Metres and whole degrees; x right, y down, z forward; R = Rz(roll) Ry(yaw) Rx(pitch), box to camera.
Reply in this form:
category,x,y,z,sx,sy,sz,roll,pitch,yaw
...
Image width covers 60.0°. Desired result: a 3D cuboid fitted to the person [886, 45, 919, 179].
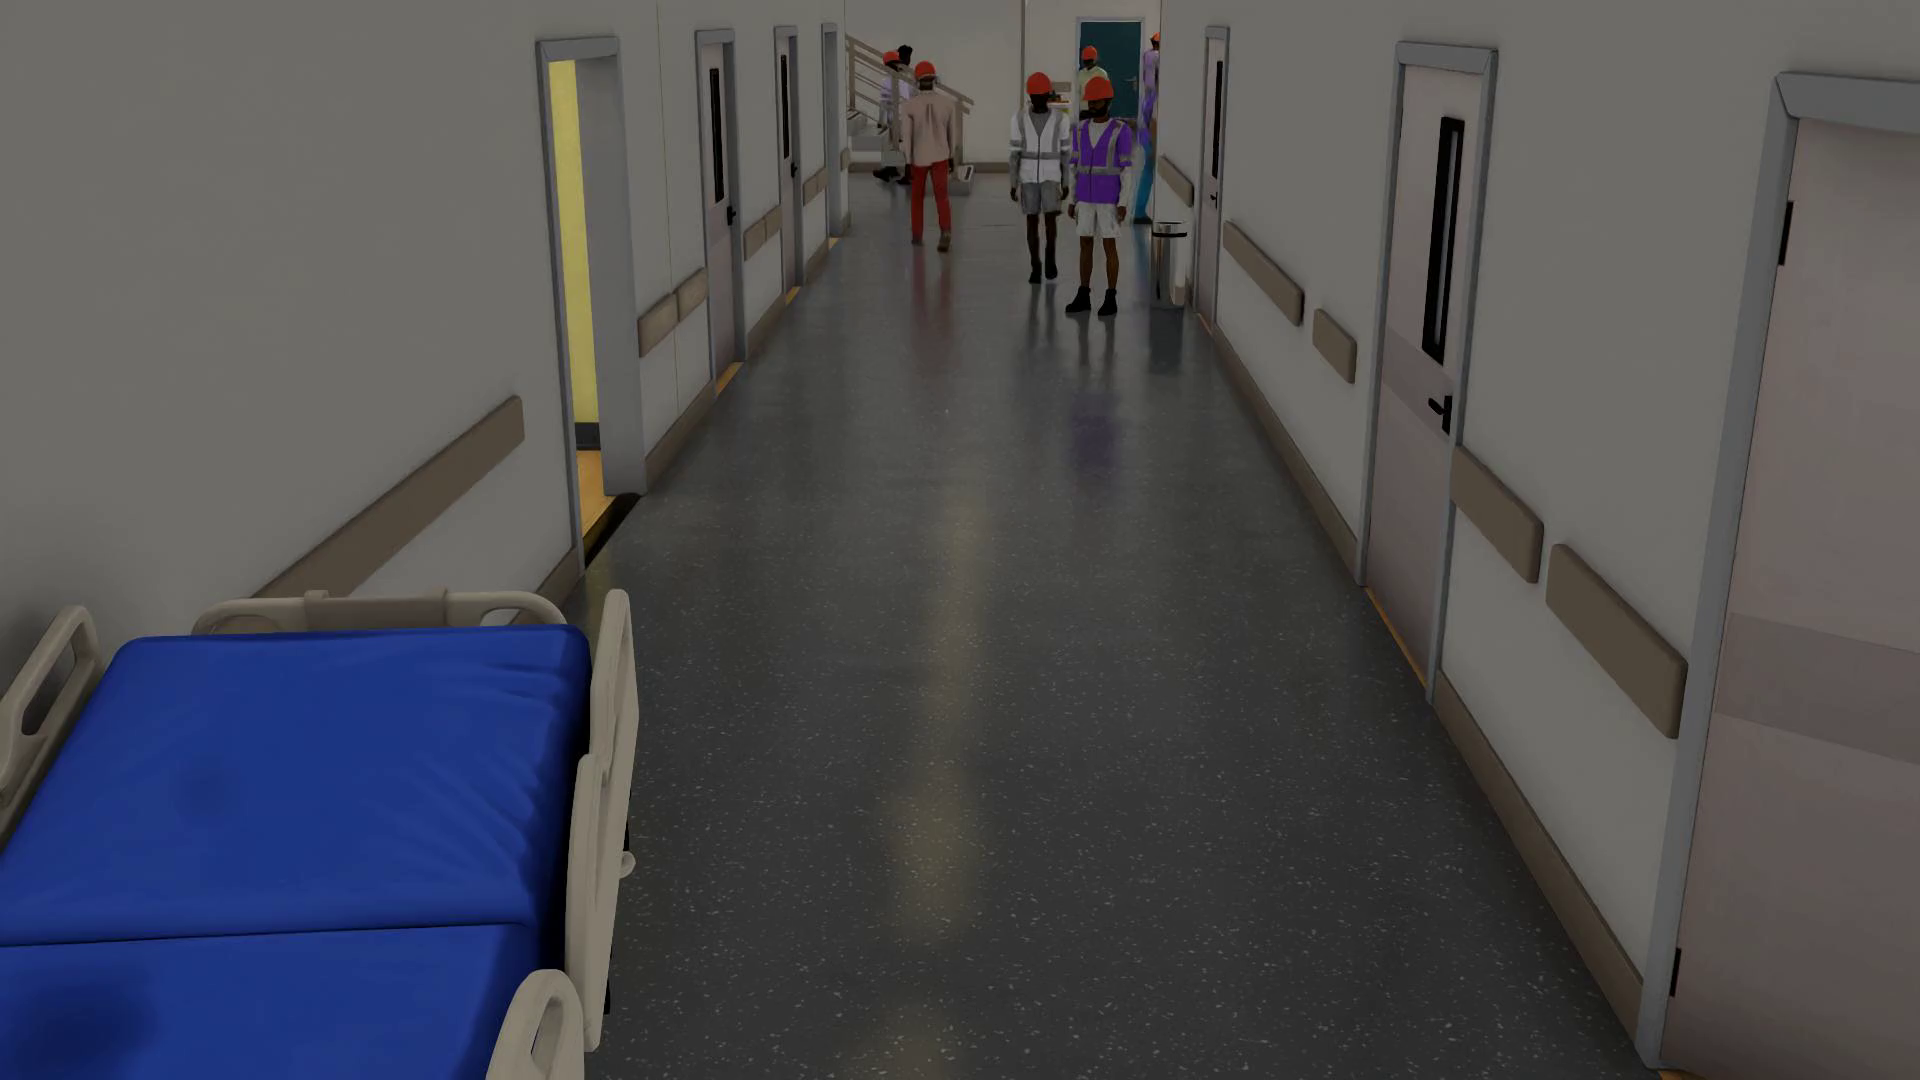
category,x,y,z,sx,sy,sz,roll,pitch,yaw
person,-0.844,-6.469,25.146,0.612,1.962,0.363,-12,21,-33

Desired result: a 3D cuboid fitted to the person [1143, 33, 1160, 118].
category,x,y,z,sx,sy,sz,roll,pitch,yaw
person,3.953,-9.228,33.726,0.409,2.028,0.618,-11,21,-31

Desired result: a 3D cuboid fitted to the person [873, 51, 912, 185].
category,x,y,z,sx,sy,sz,roll,pitch,yaw
person,-0.988,-6.178,24.371,0.987,1.870,0.628,13,22,36

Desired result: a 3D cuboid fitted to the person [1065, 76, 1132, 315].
category,x,y,z,sx,sy,sz,roll,pitch,yaw
person,1.136,-2.838,13.781,0.552,1.937,0.356,10,20,30

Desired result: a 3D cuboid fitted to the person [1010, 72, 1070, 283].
category,x,y,z,sx,sy,sz,roll,pitch,yaw
person,0.727,-3.327,15.344,0.552,1.917,0.411,3,18,9

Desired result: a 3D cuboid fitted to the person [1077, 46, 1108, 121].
category,x,y,z,sx,sy,sz,roll,pitch,yaw
person,2.109,-6.832,26.366,0.608,1.931,1.020,13,22,36

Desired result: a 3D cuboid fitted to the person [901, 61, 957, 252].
category,x,y,z,sx,sy,sz,roll,pitch,yaw
person,-0.309,-4.037,17.530,0.612,1.966,0.965,-3,18,-10
